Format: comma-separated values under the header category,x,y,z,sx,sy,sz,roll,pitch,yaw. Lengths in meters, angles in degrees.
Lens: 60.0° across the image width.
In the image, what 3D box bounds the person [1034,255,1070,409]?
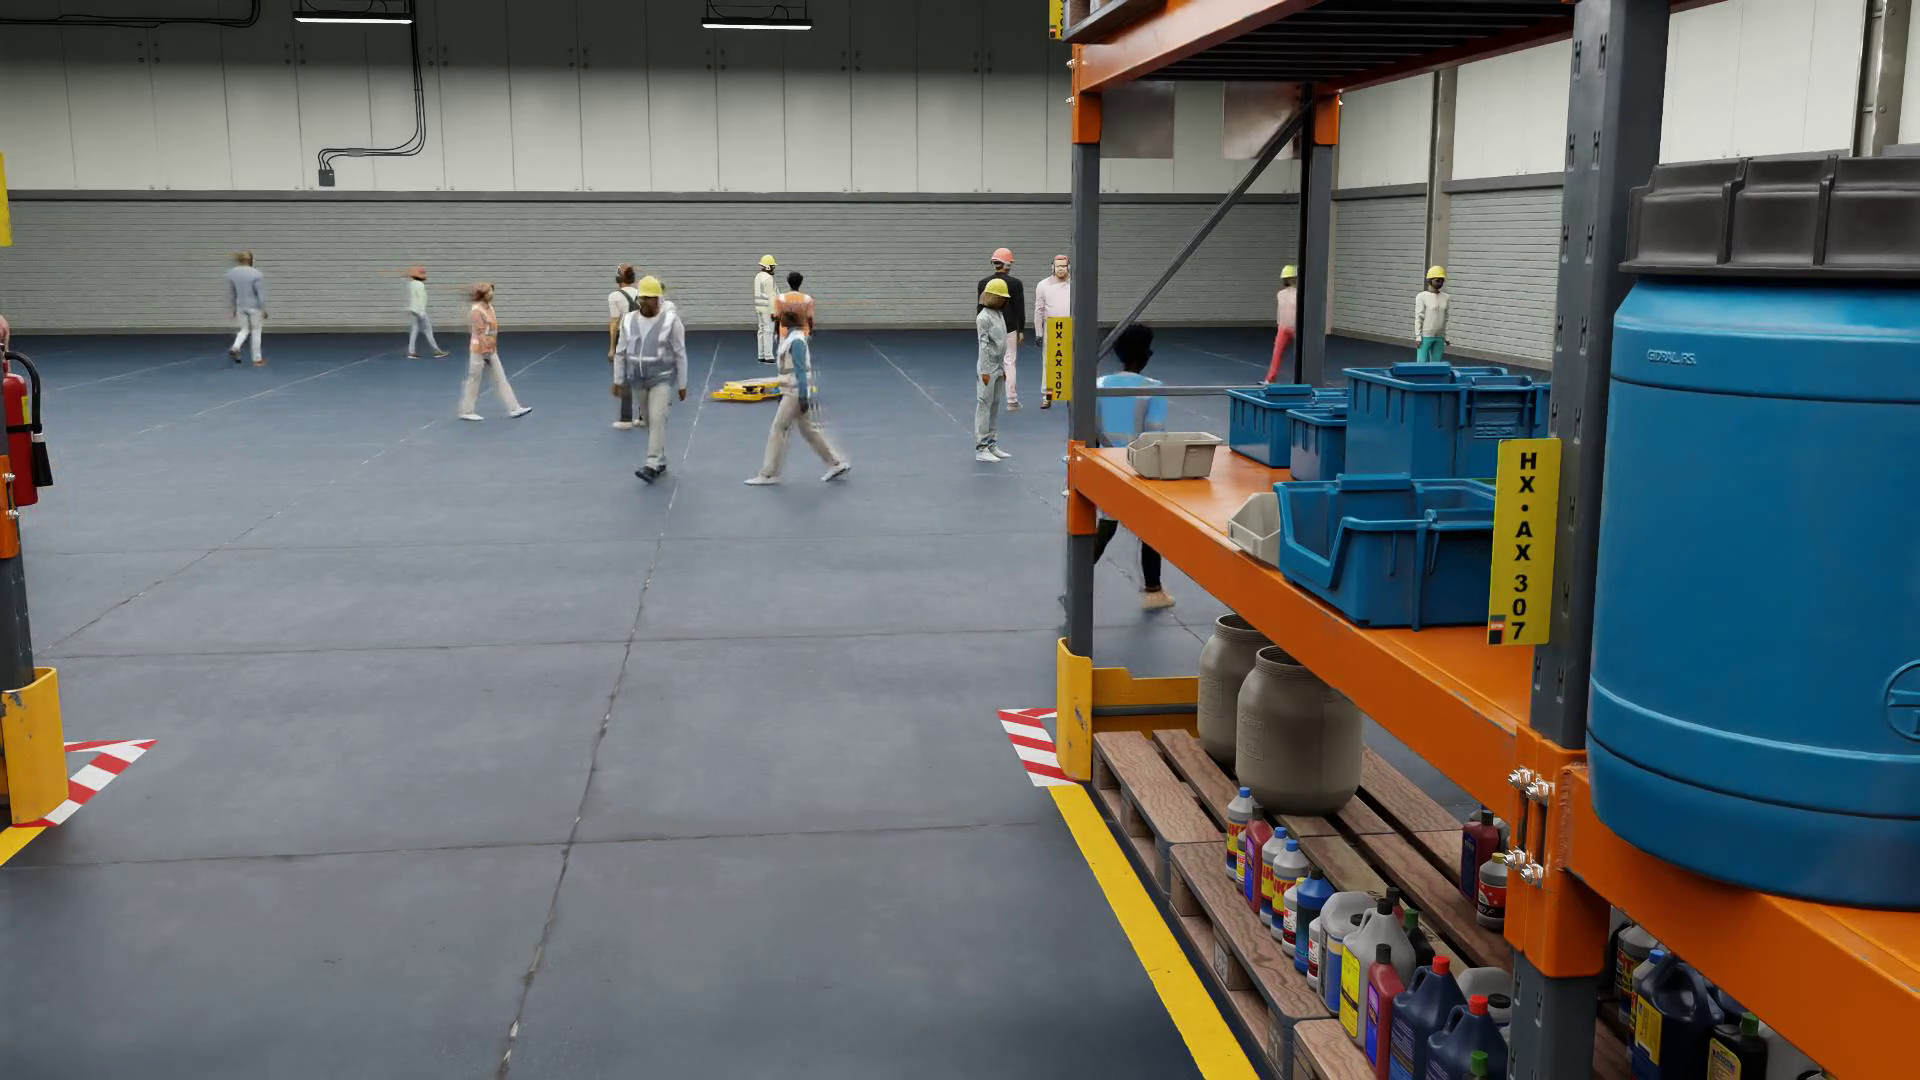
category,x,y,z,sx,sy,sz,roll,pitch,yaw
person,1.254,-2.584,20.704,0.655,1.906,0.407,0,10,-1

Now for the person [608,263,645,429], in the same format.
category,x,y,z,sx,sy,sz,roll,pitch,yaw
person,-3.679,-2.152,18.507,0.326,1.843,0.515,10,14,44

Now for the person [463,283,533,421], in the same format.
category,x,y,z,sx,sy,sz,roll,pitch,yaw
person,-5.425,-2.172,19.273,0.837,1.592,0.546,1,10,6

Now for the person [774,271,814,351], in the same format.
category,x,y,z,sx,sy,sz,roll,pitch,yaw
person,-2.208,-2.760,22.283,0.539,1.679,0.563,-2,11,-13

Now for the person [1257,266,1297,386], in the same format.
category,x,y,z,sx,sy,sz,roll,pitch,yaw
person,4.521,-2.912,23.012,0.882,1.727,0.528,-10,14,-42

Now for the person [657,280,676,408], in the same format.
category,x,y,z,sx,sy,sz,roll,pitch,yaw
person,-3.740,-2.438,20.740,0.538,1.586,0.848,-7,12,-33

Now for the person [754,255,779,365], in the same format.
category,x,y,z,sx,sy,sz,roll,pitch,yaw
person,-3.224,-3.858,27.893,0.404,1.829,0.600,-6,12,-29

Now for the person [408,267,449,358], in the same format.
category,x,y,z,sx,sy,sz,roll,pitch,yaw
person,-9.463,-4.018,29.372,0.700,1.597,0.524,-8,13,-36

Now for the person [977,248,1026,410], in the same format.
category,x,y,z,sx,sy,sz,roll,pitch,yaw
person,0.515,-2.593,20.519,0.620,1.992,0.374,4,11,19

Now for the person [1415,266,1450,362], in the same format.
category,x,y,z,sx,sy,sz,roll,pitch,yaw
person,5.939,-2.552,20.910,0.525,1.772,0.302,-5,11,-24

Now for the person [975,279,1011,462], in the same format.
category,x,y,z,sx,sy,sz,roll,pitch,yaw
person,0.326,-1.624,15.915,0.305,1.737,0.484,4,11,22

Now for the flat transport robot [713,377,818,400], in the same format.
category,x,y,z,sx,sy,sz,roll,pitch,yaw
flat transport robot,-2.577,-2.023,22.116,0.652,0.197,1.431,6,12,31

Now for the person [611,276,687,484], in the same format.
category,x,y,z,sx,sy,sz,roll,pitch,yaw
person,-2.728,-1.393,14.509,0.601,1.780,0.930,3,11,15

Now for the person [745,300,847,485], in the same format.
category,x,y,z,sx,sy,sz,roll,pitch,yaw
person,-1.404,-1.273,14.371,0.863,1.599,0.515,-1,10,-7

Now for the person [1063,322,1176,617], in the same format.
category,x,y,z,sx,sy,sz,roll,pitch,yaw
person,0.900,-0.378,9.299,0.538,1.673,0.806,9,14,41

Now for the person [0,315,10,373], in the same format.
category,x,y,z,sx,sy,sz,roll,pitch,yaw
person,-7.246,-1.020,12.131,0.408,1.906,0.653,4,11,21

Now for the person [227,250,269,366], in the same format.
category,x,y,z,sx,sy,sz,roll,pitch,yaw
person,-11.739,-3.811,27.393,0.633,1.923,0.586,3,11,14
